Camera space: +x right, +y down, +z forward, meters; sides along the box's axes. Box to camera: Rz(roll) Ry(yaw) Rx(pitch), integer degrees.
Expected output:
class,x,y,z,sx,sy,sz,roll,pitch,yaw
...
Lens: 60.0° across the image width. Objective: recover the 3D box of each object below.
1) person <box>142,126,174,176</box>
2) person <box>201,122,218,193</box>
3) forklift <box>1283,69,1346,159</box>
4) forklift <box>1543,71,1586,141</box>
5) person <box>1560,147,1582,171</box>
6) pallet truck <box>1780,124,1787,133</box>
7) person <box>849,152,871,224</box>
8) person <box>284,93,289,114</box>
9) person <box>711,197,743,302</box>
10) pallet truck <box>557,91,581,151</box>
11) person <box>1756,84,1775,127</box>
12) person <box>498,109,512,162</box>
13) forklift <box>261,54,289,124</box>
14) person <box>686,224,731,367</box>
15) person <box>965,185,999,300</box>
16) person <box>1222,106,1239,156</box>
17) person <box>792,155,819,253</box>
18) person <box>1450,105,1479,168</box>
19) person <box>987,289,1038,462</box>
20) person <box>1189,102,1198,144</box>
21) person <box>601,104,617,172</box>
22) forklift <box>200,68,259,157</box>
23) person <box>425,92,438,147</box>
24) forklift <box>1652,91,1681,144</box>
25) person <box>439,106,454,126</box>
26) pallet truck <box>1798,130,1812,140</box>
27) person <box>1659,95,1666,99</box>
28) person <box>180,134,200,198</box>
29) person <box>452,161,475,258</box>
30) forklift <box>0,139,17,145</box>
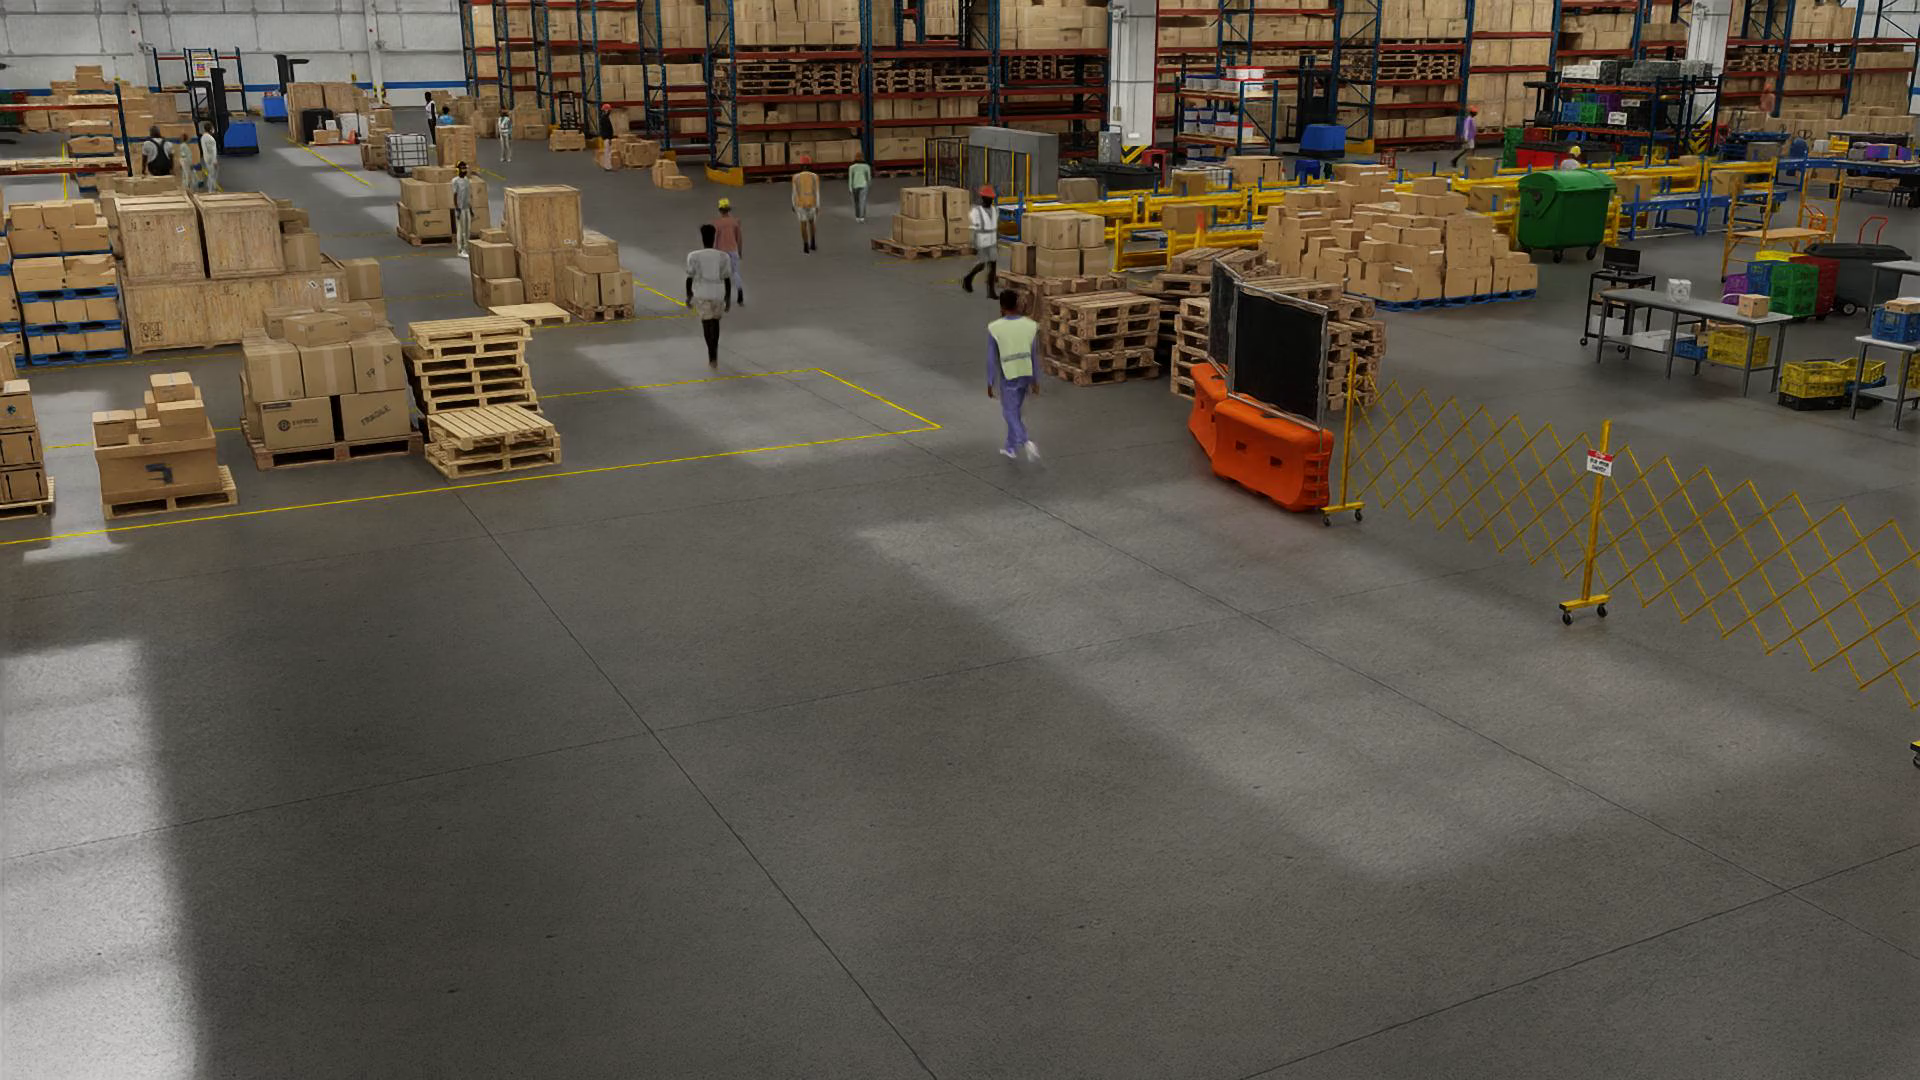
class,x,y,z,sx,sy,sz,roll,pitch,yaw
person,-19.633,-9.168,40.768,1.008,2.000,0.685,14,22,37
person,-19.205,-9.723,42.668,0.355,1.936,0.635,-13,22,-34
forklift,11.615,-13.871,54.079,1.129,2.768,1.873,-9,20,-27
forklift,18.685,-13.231,52.085,1.873,2.768,1.129,-9,20,-26
person,13.667,-7.881,37.171,0.931,1.780,0.613,-7,19,-22
pallet truck,25.206,-12.542,52.601,1.601,1.201,0.680,0,18,-2
person,-2.283,-8.036,37.965,0.508,1.599,0.844,-1,18,-4
person,-25.519,-16.434,63.580,0.351,1.942,0.547,12,21,33
person,-3.844,-4.791,27.609,0.534,1.749,0.669,-8,19,-23
pallet truck,-13.495,-14.412,57.188,0.823,1.965,1.885,-3,18,-9
person,30.310,-16.154,62.650,0.449,1.972,0.621,-8,20,-24
person,-14.539,-12.921,53.113,0.513,1.642,0.311,9,20,26
forklift,-28.594,-19.107,70.401,1.873,2.768,1.129,-9,20,-26
person,-3.447,-3.366,22.879,0.620,1.923,0.983,-6,19,-17
person,0.390,-5.045,28.130,0.549,1.921,0.671,-13,22,-35
person,8.917,-13.418,54.647,0.529,1.658,0.877,-4,18,-11
person,-3.124,-6.787,33.536,0.541,1.912,0.786,-5,18,-14
person,15.492,-12.300,50.764,0.886,1.909,0.555,9,20,25
person,0.615,-1.740,17.903,0.602,1.877,0.772,-9,20,-25
person,8.080,-14.540,58.228,0.494,1.600,0.834,-5,19,-17
person,-10.513,-12.005,49.686,0.384,1.993,0.623,-7,19,-22
forklift,-24.369,-14.147,54.940,1.873,2.768,1.129,-9,20,-26
person,-18.585,-14.802,58.547,0.391,1.912,0.589,-12,21,-32
forklift,25.338,-15.070,57.816,1.129,2.768,1.873,-12,21,-33
person,-16.666,-13.205,53.926,0.562,1.675,0.603,-15,23,-39
pallet truck,25.526,-11.556,49.408,1.630,1.274,0.653,-9,20,-26
person,25.220,-15.158,59.898,0.427,1.751,0.551,-9,20,-27
person,-19.923,-9.681,43.048,0.605,1.618,0.525,-5,18,-15
person,-9.779,-6.523,32.802,0.313,1.869,0.528,6,19,18
forklift,-34.811,-15.426,58.927,1.873,2.768,1.129,-13,22,-35
